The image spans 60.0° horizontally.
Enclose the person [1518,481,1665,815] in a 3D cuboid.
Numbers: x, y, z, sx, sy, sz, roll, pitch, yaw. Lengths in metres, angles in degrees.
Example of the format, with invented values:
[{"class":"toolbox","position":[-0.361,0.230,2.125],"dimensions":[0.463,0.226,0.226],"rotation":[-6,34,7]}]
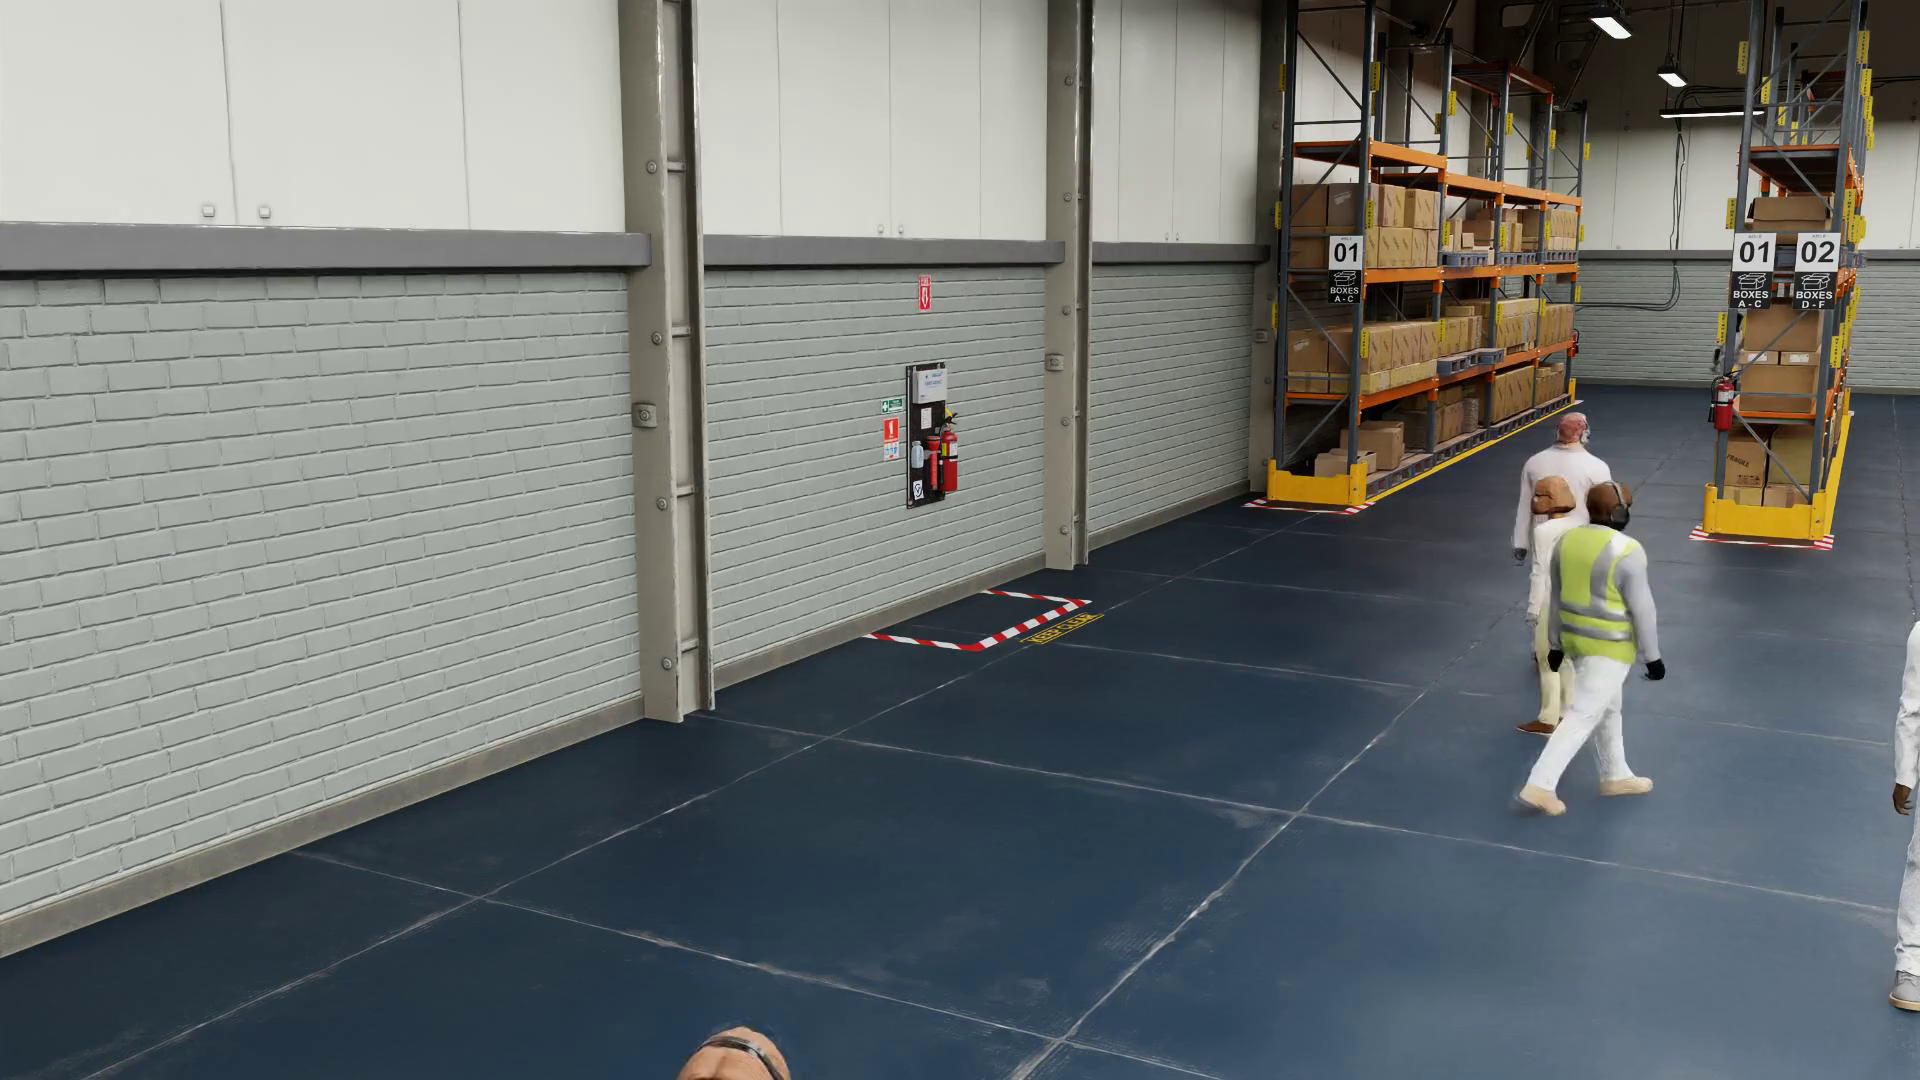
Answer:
[{"class":"person","position":[3.420,0.577,8.993],"dimensions":[0.956,1.801,0.634],"rotation":[-3,10,-15]}]

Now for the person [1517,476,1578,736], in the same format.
[{"class":"person","position":[3.724,0.410,10.471],"dimensions":[0.506,1.623,0.298],"rotation":[-9,14,-44]}]

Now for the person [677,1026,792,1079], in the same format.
[{"class":"person","position":[-0.388,1.687,3.071],"dimensions":[0.516,1.595,0.855],"rotation":[0,10,0]}]

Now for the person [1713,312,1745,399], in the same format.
[{"class":"person","position":[14.763,-3.394,31.795],"dimensions":[0.618,1.948,0.781],"rotation":[7,12,37]}]

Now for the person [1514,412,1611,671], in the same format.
[{"class":"person","position":[4.356,0.033,11.907],"dimensions":[0.585,1.885,0.662],"rotation":[-7,12,-36]}]

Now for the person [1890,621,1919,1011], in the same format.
[{"class":"person","position":[3.991,0.949,6.545],"dimensions":[0.573,1.883,0.354],"rotation":[3,10,19]}]
